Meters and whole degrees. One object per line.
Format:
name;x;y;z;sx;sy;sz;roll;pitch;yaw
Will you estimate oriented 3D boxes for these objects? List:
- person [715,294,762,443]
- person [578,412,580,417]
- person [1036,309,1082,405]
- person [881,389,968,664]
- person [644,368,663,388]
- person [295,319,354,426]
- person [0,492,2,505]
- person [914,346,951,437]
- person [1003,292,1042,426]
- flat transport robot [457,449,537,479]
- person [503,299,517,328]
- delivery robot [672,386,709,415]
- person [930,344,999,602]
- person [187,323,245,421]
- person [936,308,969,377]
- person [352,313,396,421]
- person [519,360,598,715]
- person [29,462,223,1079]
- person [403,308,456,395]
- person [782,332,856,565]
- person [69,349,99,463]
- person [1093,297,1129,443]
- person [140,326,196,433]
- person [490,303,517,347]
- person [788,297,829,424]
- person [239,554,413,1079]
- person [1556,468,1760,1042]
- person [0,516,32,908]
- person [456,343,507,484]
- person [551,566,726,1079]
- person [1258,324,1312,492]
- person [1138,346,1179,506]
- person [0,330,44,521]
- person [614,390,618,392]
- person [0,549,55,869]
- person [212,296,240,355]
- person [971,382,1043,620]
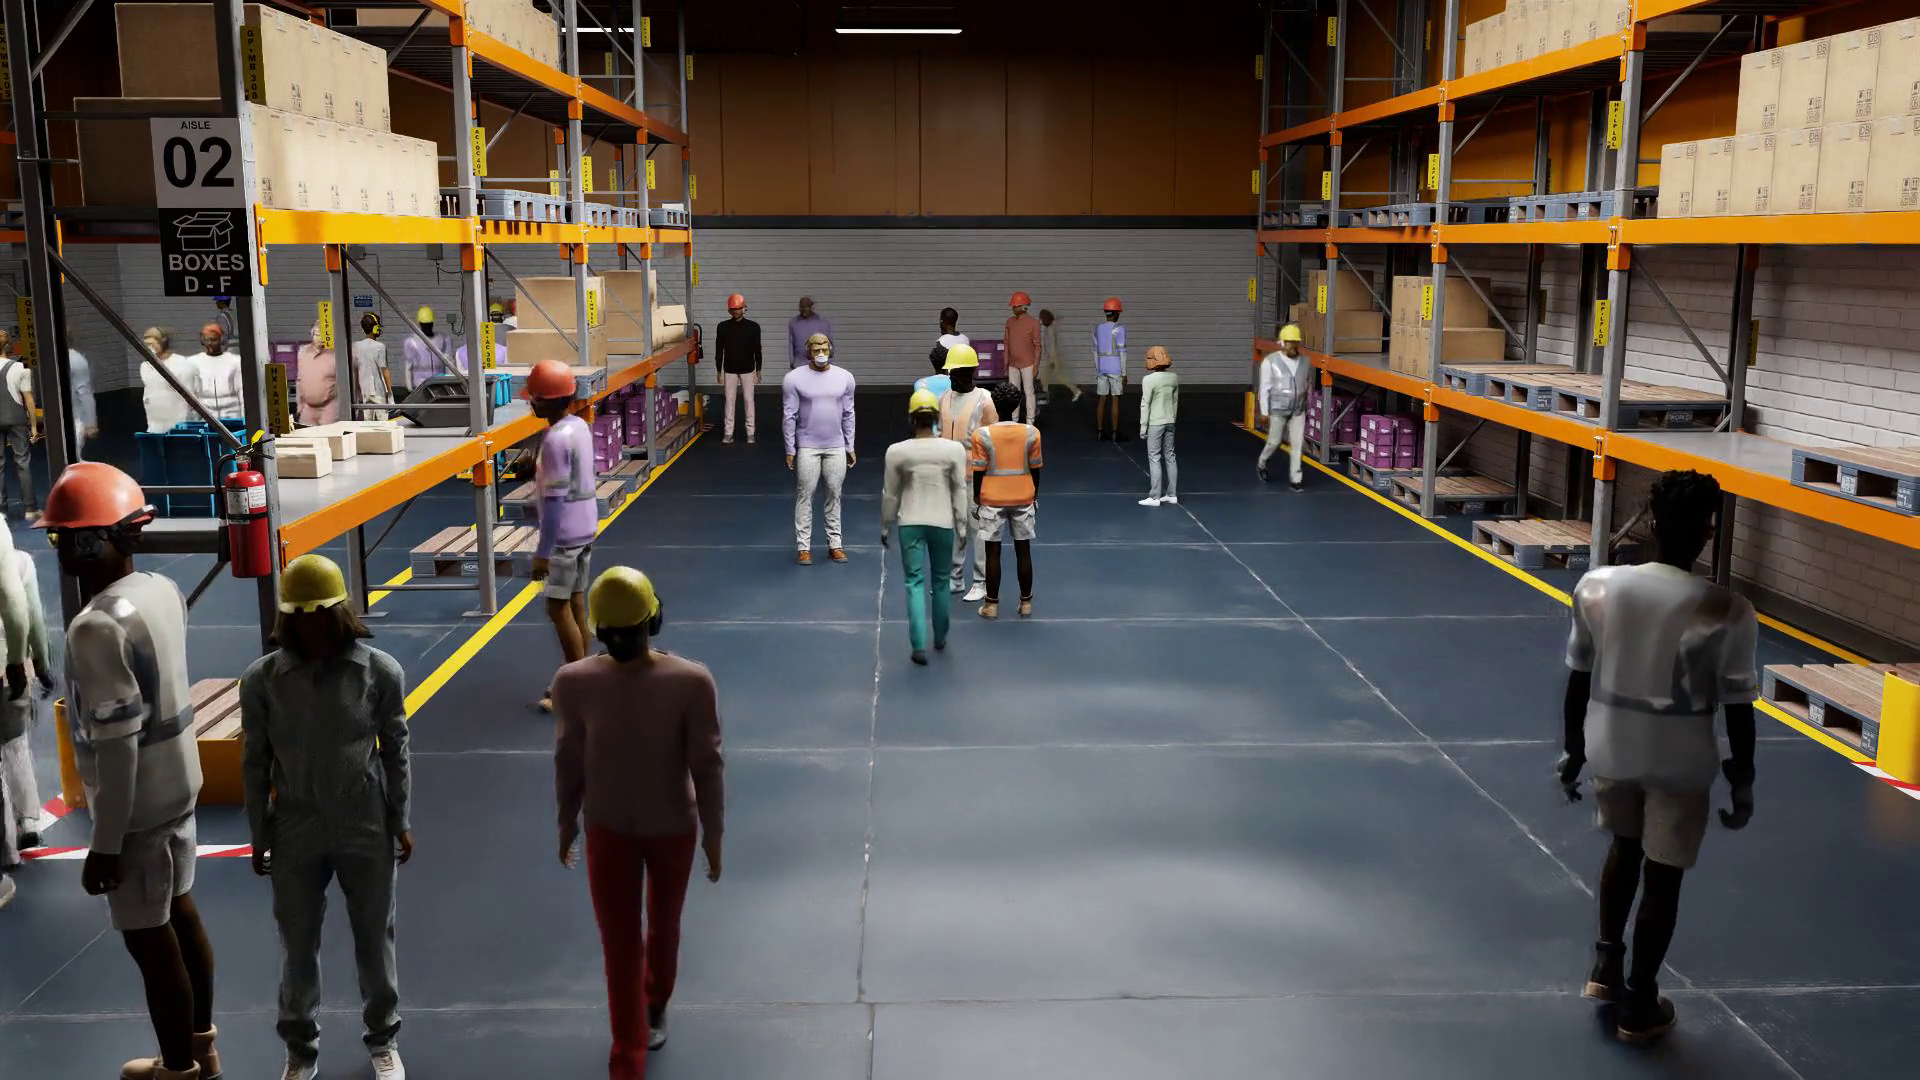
person;-2.944;-2.270;22.123;0.623;1.991;0.396;0;10;-1
person;-6.105;-2.789;25.442;0.627;1.844;0.429;3;11;17
person;1.607;-3.005;27.382;0.769;1.591;0.510;-2;10;-12
person;-0.228;-0.095;10.706;0.545;1.757;0.513;-1;10;-7
person;-5.082;-3.104;27.201;0.607;1.851;0.528;2;10;10
person;-6.677;-1.361;17.383;0.697;1.876;0.416;3;11;15
person;-7.222;-0.398;11.937;0.651;1.907;0.409;-2;10;-9
person;-0.184;-1.008;15.947;0.533;1.690;0.322;-1;10;-5
person;0.847;-2.459;23.192;0.609;1.988;0.392;8;13;38
flat transport robot;-5.333;-0.894;19.256;0.652;0.197;1.431;-1;10;-3
person;-6.660;-2.698;24.966;0.612;1.841;0.961;0;10;1
delivery robot;-4.066;-2.027;24.519;0.707;0.478;0.477;0;10;0
person;0.029;-0.503;12.465;0.594;1.926;0.368;9;13;41
person;-7.492;-1.256;16.840;0.577;1.871;0.427;-3;11;-15
person;-0.084;-1.749;19.430;0.370;1.916;0.597;6;12;30
person;-6.662;-1.639;18.952;0.521;1.874;0.328;4;11;21
person;-2.263;-0.011;9.512;0.419;2.013;0.657;1;10;3
person;-2.495;0.781;4.987;0.397;2.043;0.609;-1;10;-8
person;-6.600;-1.956;20.736;0.591;1.869;1.030;-6;12;-31
person;-1.166;-0.761;13.869;0.635;1.938;0.361;-4;11;-20
person;-8.495;-1.104;15.872;0.662;1.904;0.442;7;12;34
person;2.035;-2.276;22.311;0.544;1.939;0.353;10;14;44
person;-7.317;-1.015;15.359;0.625;1.918;0.461;3;11;17
person;-6.468;-2.414;23.402;0.588;1.823;0.403;-2;10;-13
person;-2.244;-2.642;24.566;0.663;1.854;0.986;2;10;9
person;-1.957;0.898;5.175;0.492;1.742;0.321;-3;11;-17
person;2.351;0.720;5.588;0.450;1.944;0.628;-9;14;-41
person;-3.986;0.547;6.523;0.388;1.966;0.674;9;14;42
person;-5.290;-1.539;18.497;0.561;1.836;0.379;-3;11;-17
person;-1.005;0.906;5.223;0.537;1.702;0.925;-1;10;-7
person;3.521;-1.450;18.096;0.602;1.811;0.752;-2;10;-12
person;2.033;-1.163;16.991;0.497;1.626;0.288;-9;13;-40
person;-9.156;-1.093;15.983;0.517;1.842;0.326;-3;11;-17
person;-5.328;-3.070;26.449;0.608;2.000;0.711;2;10;11
person;-4.171;0.609;7.103;0.387;1.621;0.536;8;13;39
person;-11.419;-2.936;25.959;0.388;1.947;0.613;-1;10;-4
person;0.327;-0.273;11.827;0.535;1.697;0.318;-3;11;-15
